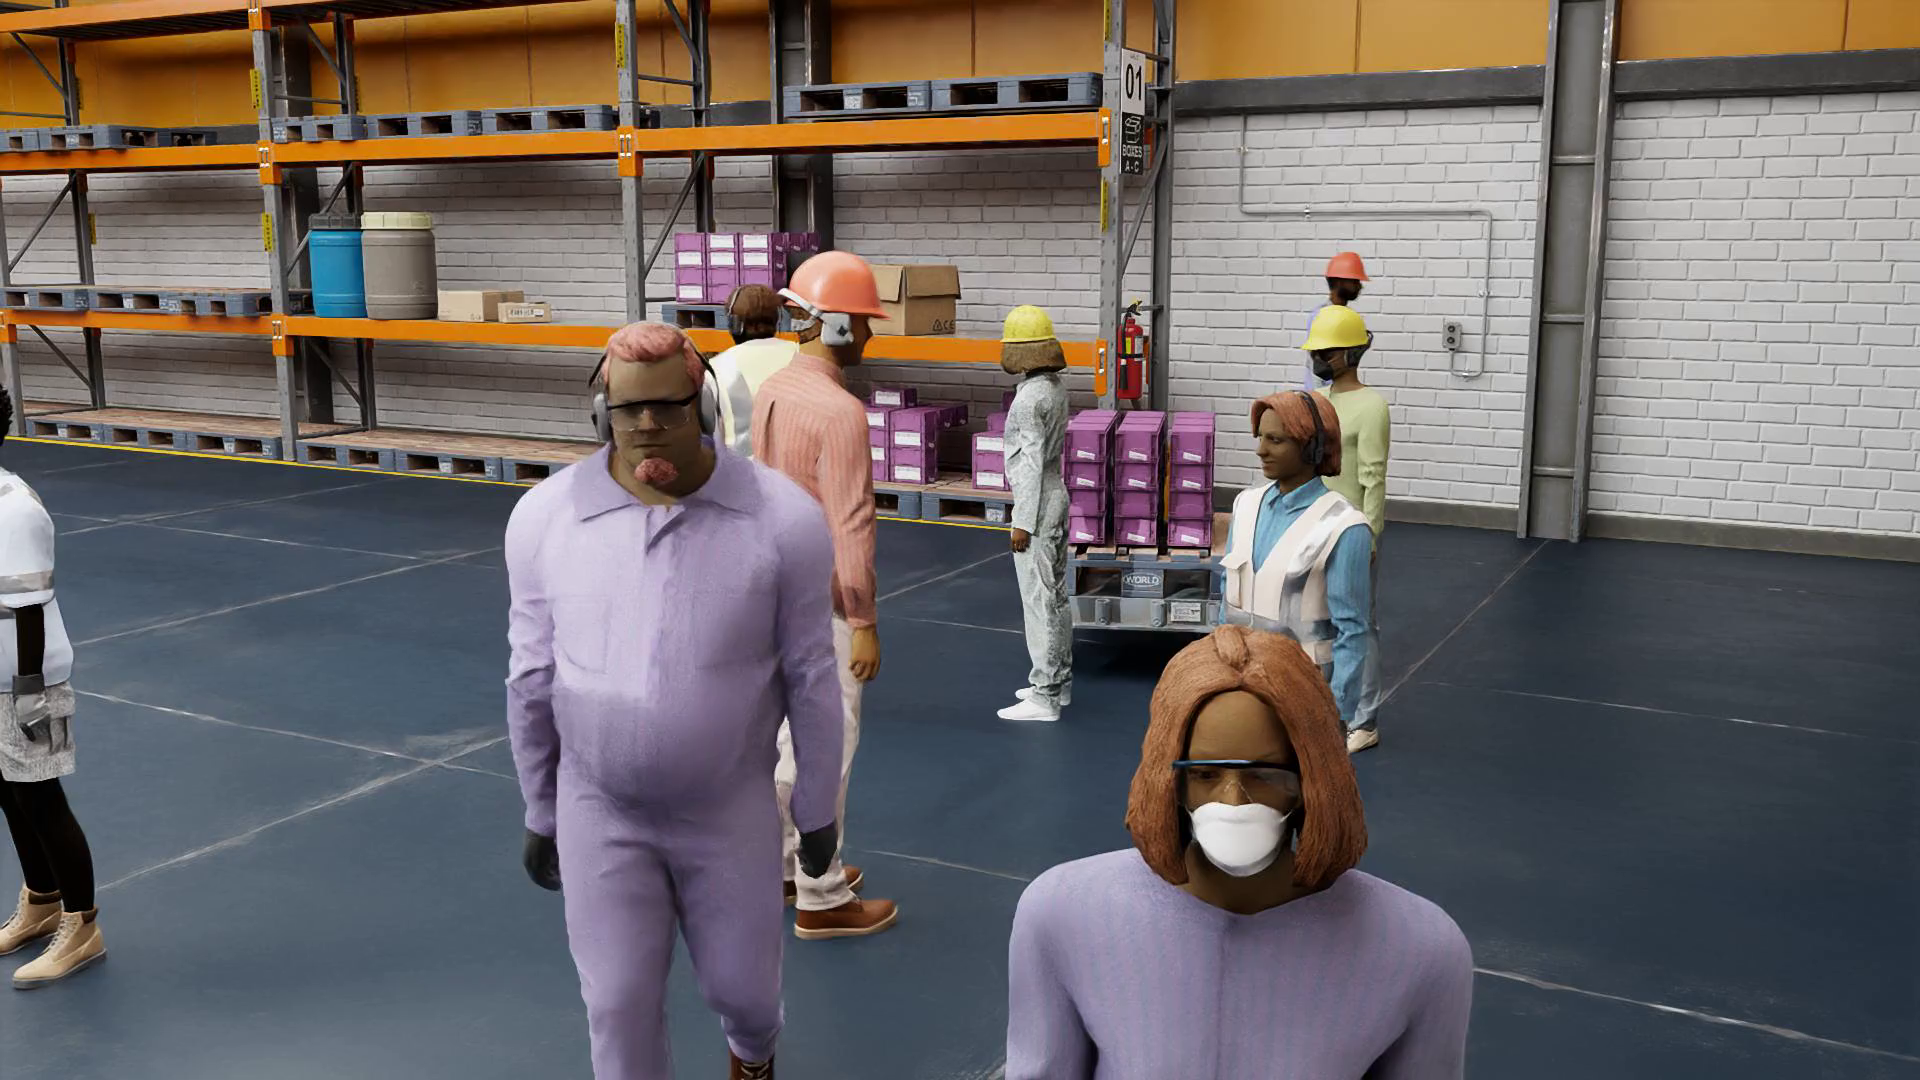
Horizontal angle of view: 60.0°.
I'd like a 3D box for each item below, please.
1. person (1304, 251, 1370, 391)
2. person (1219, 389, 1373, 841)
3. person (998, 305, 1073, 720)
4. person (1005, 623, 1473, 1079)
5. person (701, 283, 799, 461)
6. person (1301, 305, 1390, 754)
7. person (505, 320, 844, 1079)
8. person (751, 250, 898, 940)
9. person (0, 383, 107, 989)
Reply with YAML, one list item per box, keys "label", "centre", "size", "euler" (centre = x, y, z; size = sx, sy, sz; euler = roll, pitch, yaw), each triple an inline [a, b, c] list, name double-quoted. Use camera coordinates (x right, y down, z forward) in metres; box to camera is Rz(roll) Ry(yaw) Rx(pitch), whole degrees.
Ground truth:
- label: "person"
  centre: [2.495, -0.946, 11.070]
  size: [0.387, 1.930, 0.553]
  euler: [8, 13, 36]
- label: "person"
  centre: [0.855, 0.424, 4.350]
  size: [0.307, 1.641, 0.514]
  euler: [-6, 12, -31]
- label: "person"
  centre: [0.305, -0.109, 6.999]
  size: [0.321, 1.738, 0.493]
  euler: [3, 11, 17]
- label: "person"
  centre: [0.284, 0.888, 1.819]
  size: [0.498, 1.634, 0.283]
  euler: [2, 10, 9]
- label: "person"
  centre: [-0.851, -0.173, 7.100]
  size: [0.649, 1.827, 0.442]
  euler: [-7, 12, -33]
- label: "person"
  centre: [1.482, -0.041, 6.574]
  size: [0.340, 1.760, 0.527]
  euler: [-4, 11, -20]
- label: "person"
  centre: [-0.562, 0.491, 3.347]
  size: [0.653, 1.882, 0.697]
  euler: [0, 10, -2]
- label: "person"
  centre: [-0.392, 0.166, 4.830]
  size: [0.413, 1.984, 0.624]
  euler: [-6, 12, -28]
- label: "person"
  centre: [-2.606, 0.371, 4.517]
  size: [0.539, 1.693, 0.321]
  euler: [9, 13, 39]
